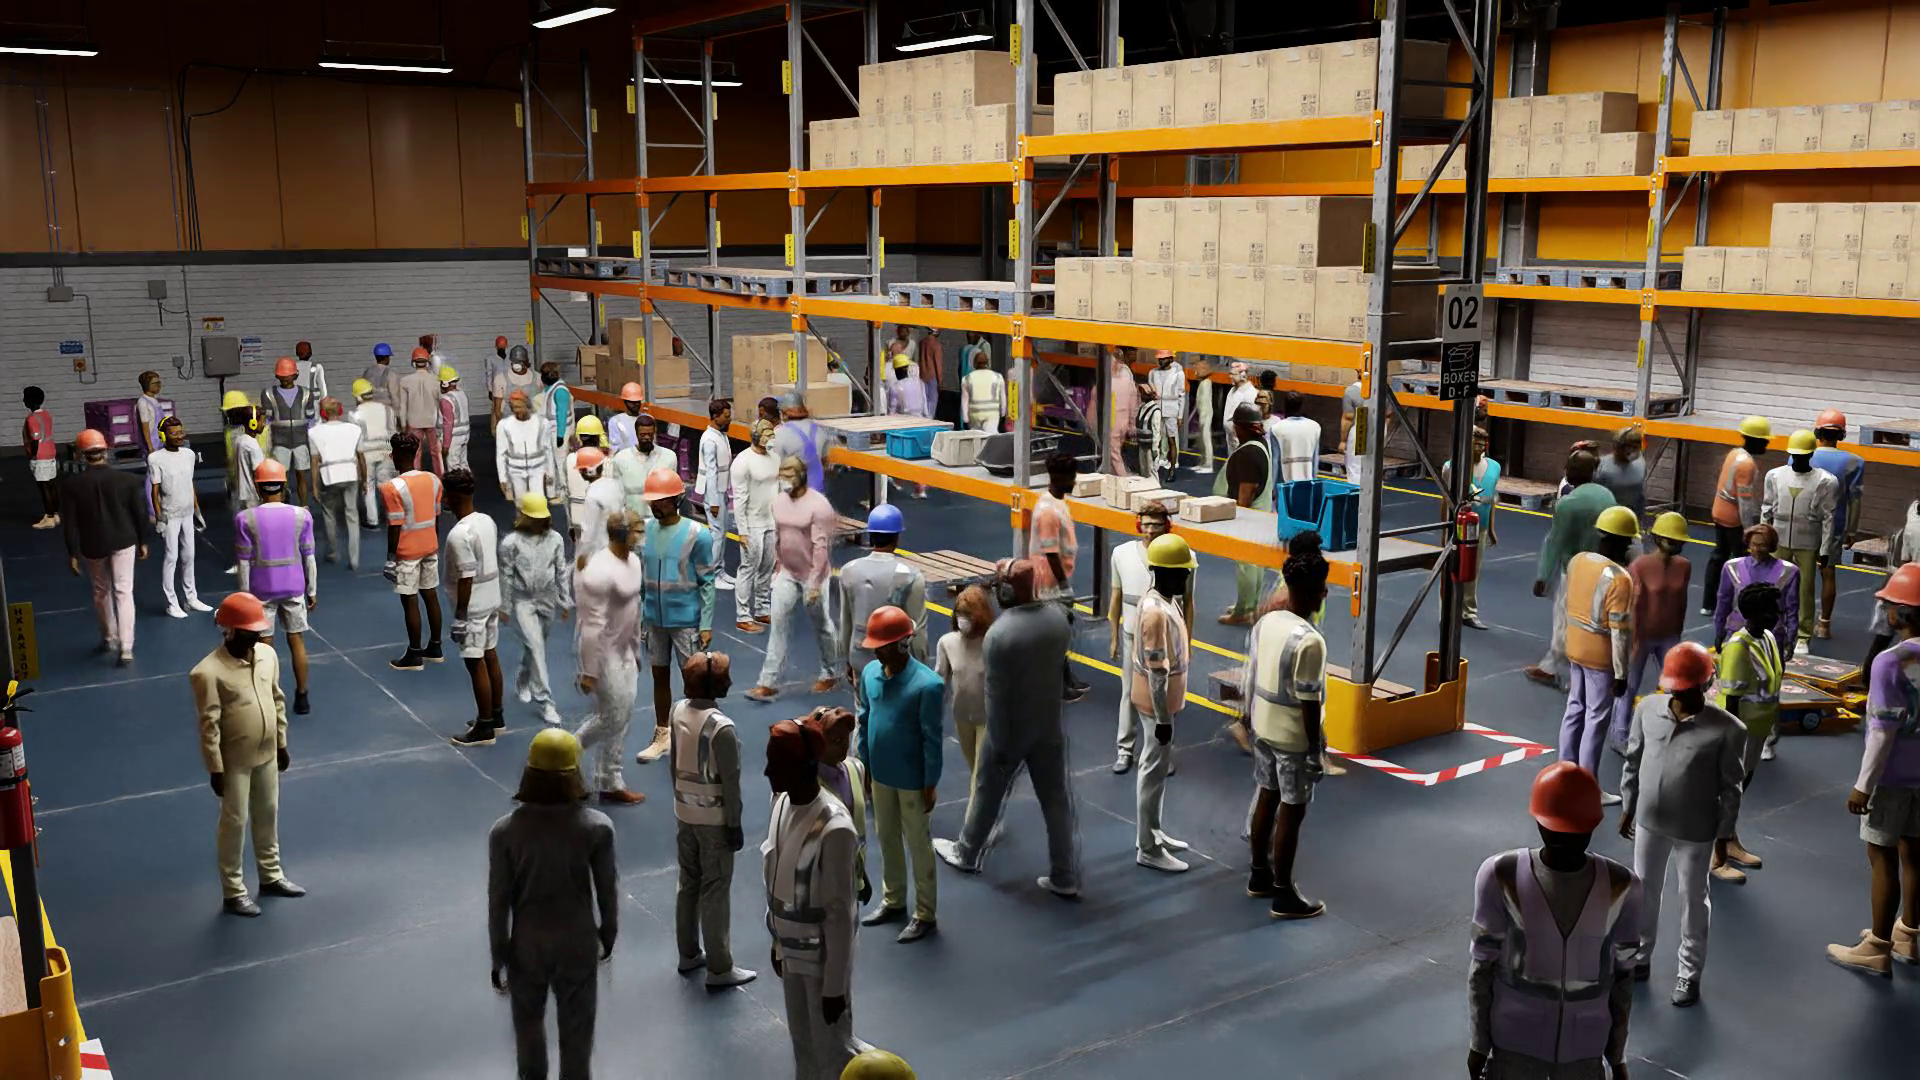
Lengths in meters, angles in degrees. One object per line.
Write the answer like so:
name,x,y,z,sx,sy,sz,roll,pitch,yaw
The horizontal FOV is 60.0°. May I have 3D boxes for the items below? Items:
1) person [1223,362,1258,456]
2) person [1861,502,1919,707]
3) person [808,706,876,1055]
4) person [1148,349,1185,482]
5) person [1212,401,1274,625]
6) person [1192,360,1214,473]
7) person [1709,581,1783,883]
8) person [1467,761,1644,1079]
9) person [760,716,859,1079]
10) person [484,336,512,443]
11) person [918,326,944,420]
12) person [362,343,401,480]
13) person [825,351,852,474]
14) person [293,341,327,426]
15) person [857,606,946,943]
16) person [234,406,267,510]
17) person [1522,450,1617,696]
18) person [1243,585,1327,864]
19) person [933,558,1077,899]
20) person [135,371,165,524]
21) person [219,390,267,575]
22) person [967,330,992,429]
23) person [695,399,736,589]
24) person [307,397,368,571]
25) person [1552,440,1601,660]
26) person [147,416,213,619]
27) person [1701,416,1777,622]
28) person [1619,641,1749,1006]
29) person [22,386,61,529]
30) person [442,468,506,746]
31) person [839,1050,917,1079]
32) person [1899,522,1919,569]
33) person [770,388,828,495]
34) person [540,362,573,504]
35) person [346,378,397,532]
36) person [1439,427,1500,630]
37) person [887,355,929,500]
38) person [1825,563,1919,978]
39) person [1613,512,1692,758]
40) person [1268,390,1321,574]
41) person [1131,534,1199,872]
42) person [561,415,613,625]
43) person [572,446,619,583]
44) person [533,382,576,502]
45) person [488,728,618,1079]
person,3.462,-1.262,20.699,0.396,1.899,0.641,-3,11,-15
person,7.115,0.473,12.410,0.594,1.660,0.535,-1,11,-7
person,-0.567,1.507,7.167,0.307,1.641,0.513,6,13,30
person,2.843,-1.762,23.136,0.550,1.935,0.376,6,12,27
person,2.555,-0.251,15.135,0.536,2.000,0.674,5,12,22
person,3.521,-1.782,24.021,0.268,1.630,0.507,1,11,6
person,4.402,1.057,9.327,0.317,1.695,0.540,10,15,42
person,1.979,1.668,5.578,0.545,1.938,0.362,2,11,8
person,-0.560,1.565,6.278,0.355,1.876,0.574,-6,13,-29
person,-7.498,-2.480,27.291,0.563,1.747,0.339,-10,15,-41
person,-0.467,-2.730,27.989,0.416,1.982,0.621,-8,13,-34
person,-8.031,-1.773,23.198,0.611,1.938,0.418,6,13,28
person,-1.804,-1.832,23.963,0.522,1.758,0.349,-6,13,-28
person,-9.502,-1.945,24.207,0.585,1.882,0.337,0,11,-1
person,-0.329,1.185,8.565,0.575,1.739,0.350,10,15,41
person,-6.932,-0.399,16.385,0.350,1.856,0.519,-9,15,-40
person,4.713,0.254,12.901,0.765,1.894,0.873,-9,14,-38
person,1.848,1.057,9.513,0.399,1.624,0.537,-5,12,-26
person,0.295,1.009,9.159,0.642,1.860,0.942,-9,14,-38
person,-9.705,-1.112,20.047,0.345,1.846,0.508,-3,11,-13
person,-7.400,-0.616,17.321,0.606,1.911,0.636,5,12,24
person,0.313,-2.750,28.174,0.402,1.944,0.605,-6,13,-29
person,-2.419,-0.454,16.533,0.408,1.907,0.598,0,11,1
person,-6.579,-0.607,17.561,0.607,1.797,0.893,-7,13,-33
person,5.149,0.077,13.948,0.390,1.850,0.564,7,13,31
person,-7.234,-0.217,15.410,0.326,1.869,0.520,5,12,22
person,7.110,-0.187,15.179,0.485,1.902,0.585,3,11,14
person,3.375,1.319,7.860,0.337,1.742,0.561,-10,15,-40
person,-10.924,-0.981,19.757,0.318,1.697,0.534,-2,11,-13
person,-3.419,0.465,11.668,0.367,1.963,0.609,1,11,4
person,-0.166,2.065,4.061,0.313,1.738,0.483,5,12,24
person,6.874,0.500,11.744,0.347,1.868,0.536,-7,13,-31
person,-1.600,-0.510,16.463,0.632,2.000,0.694,10,15,41
person,-5.228,-1.386,21.494,0.429,1.832,0.637,-6,13,-28
person,-6.858,-0.987,19.463,0.535,1.818,0.631,11,15,43
person,4.538,-0.099,14.873,0.564,1.840,0.397,-3,12,-16
person,-0.761,-1.492,21.910,0.602,1.868,0.988,-10,15,-41
person,4.573,1.117,8.123,0.609,2.046,0.370,-7,13,-30
person,4.689,0.682,11.138,0.545,1.743,0.703,-3,11,-13
person,3.461,-0.599,17.271,0.589,1.909,0.402,-4,12,-19
person,1.158,0.911,9.479,0.363,1.927,0.587,1,11,7
person,-3.320,-0.163,15.013,0.590,1.922,0.388,7,13,32
person,-3.170,0.050,14.366,0.524,1.732,0.568,0,11,2
person,-5.276,-1.367,21.592,0.573,1.746,0.345,-8,14,-36
person,-1.613,1.574,6.625,0.499,1.710,0.732,-3,11,-15
